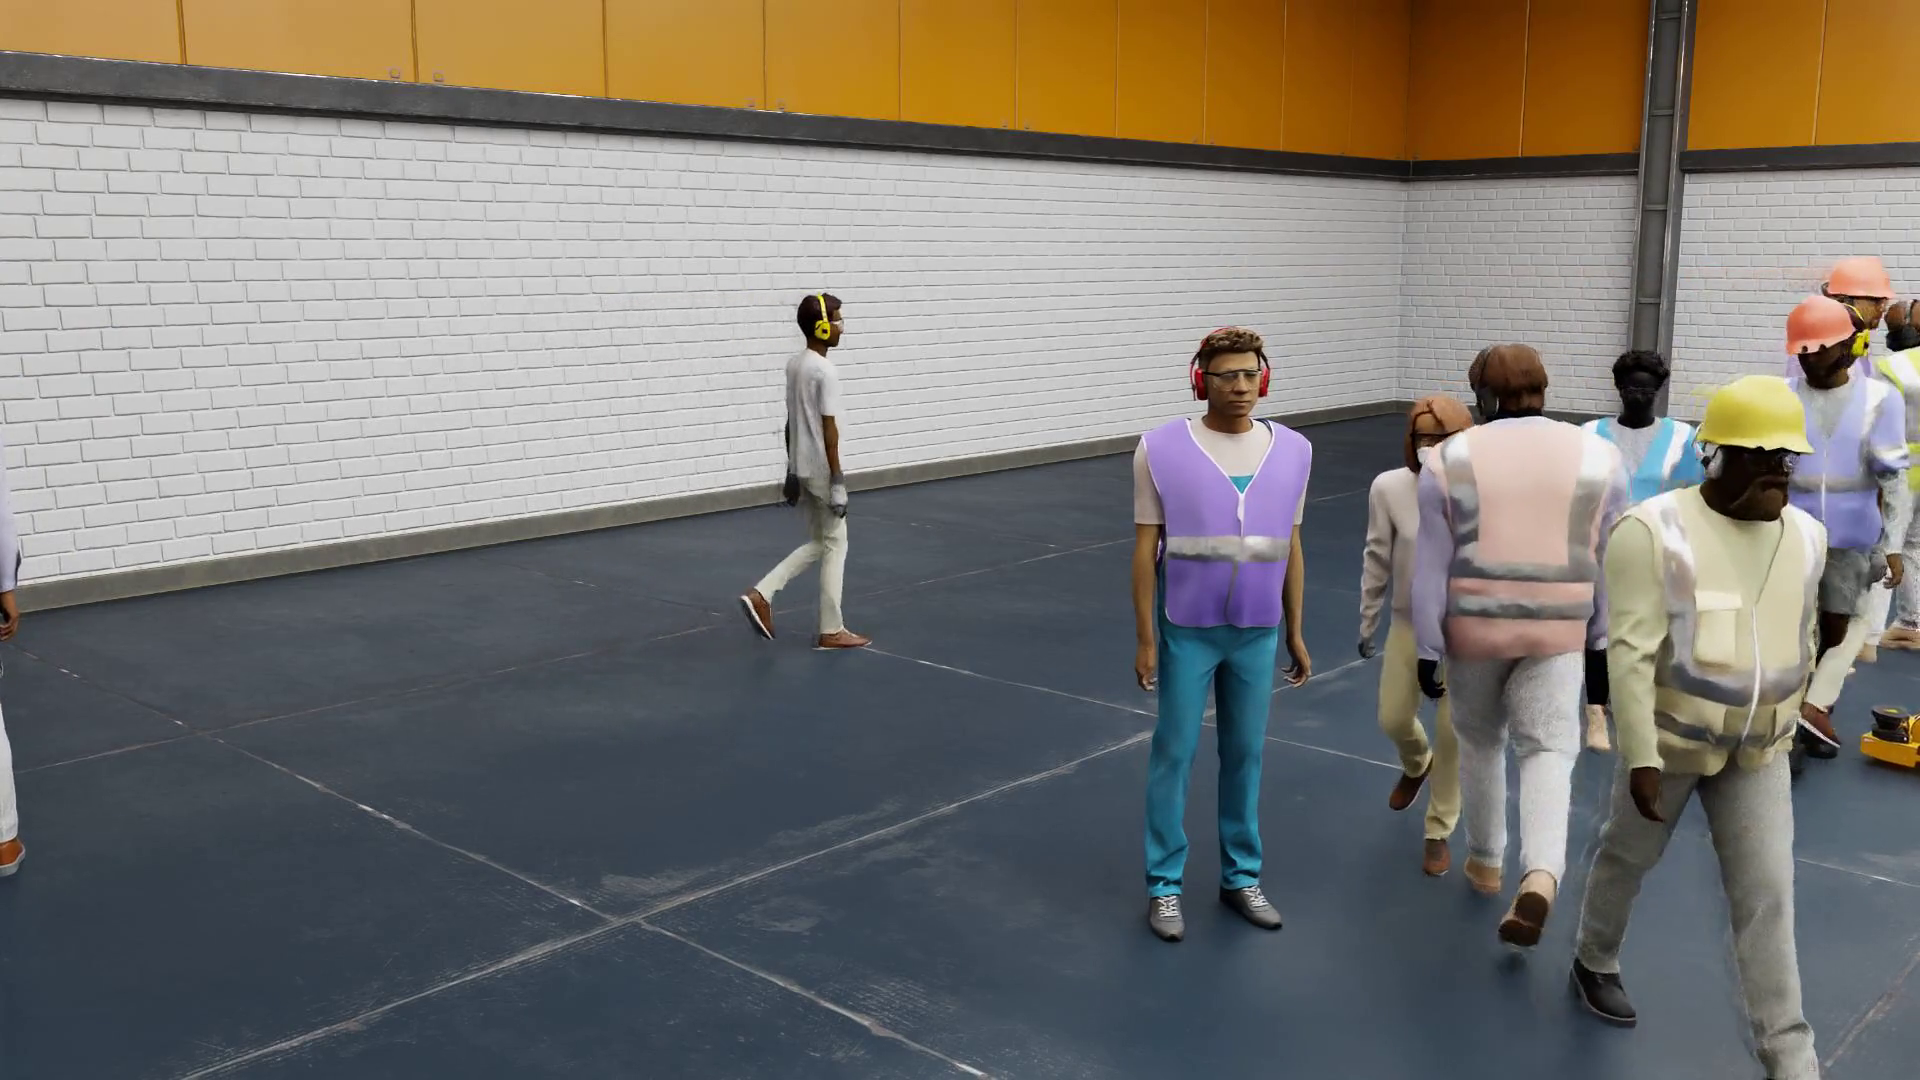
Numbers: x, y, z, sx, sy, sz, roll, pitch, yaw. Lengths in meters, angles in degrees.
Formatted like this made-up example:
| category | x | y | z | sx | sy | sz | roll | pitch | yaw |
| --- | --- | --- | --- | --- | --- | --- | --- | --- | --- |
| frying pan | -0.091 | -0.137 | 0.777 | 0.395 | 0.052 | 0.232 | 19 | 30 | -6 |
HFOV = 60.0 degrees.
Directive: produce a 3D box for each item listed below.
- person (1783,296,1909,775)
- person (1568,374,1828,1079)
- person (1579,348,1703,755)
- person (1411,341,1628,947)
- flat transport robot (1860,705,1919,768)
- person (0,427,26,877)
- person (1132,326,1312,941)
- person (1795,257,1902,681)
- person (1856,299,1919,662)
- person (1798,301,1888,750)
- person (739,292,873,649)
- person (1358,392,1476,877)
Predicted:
| category | x | y | z | sx | sy | sz | roll | pitch | yaw |
| --- | --- | --- | --- | --- | --- | --- | --- | --- | --- |
| person | 3.382 | -0.002 | 6.537 | 0.570 | 1.874 | 0.947 | 5 | 11 | 27 |
| person | 1.857 | 0.478 | 4.131 | 0.595 | 1.783 | 0.975 | -1 | 10 | -5 |
| person | 2.825 | 0.018 | 7.025 | 0.540 | 1.676 | 0.725 | 4 | 11 | 23 |
| person | 1.680 | 0.303 | 5.045 | 0.621 | 1.795 | 0.878 | 2 | 10 | 13 |
| flat transport robot | 4.328 | 0.839 | 6.342 | 0.652 | 0.197 | 1.431 | -7 | 12 | -36 |
| person | -3.376 | 0.173 | 5.369 | 0.609 | 1.943 | 0.402 | -8 | 12 | -37 |
| person | 0.787 | 0.276 | 5.060 | 0.562 | 1.847 | 0.390 | -2 | 10 | -14 |
| person | 4.186 | -0.313 | 7.884 | 0.448 | 2.030 | 0.633 | 10 | 14 | 44 |
| person | 4.721 | -0.295 | 8.394 | 0.626 | 1.823 | 0.540 | -4 | 11 | -20 |
| person | 3.540 | -0.041 | 6.823 | 0.375 | 1.855 | 0.567 | -8 | 13 | -38 |
| person | -0.771 | -0.328 | 8.490 | 0.602 | 1.855 | 0.516 | -5 | 11 | -25 |
| person | 1.639 | 0.290 | 5.634 | 0.526 | 1.608 | 0.528 | 5 | 11 | 27 |
